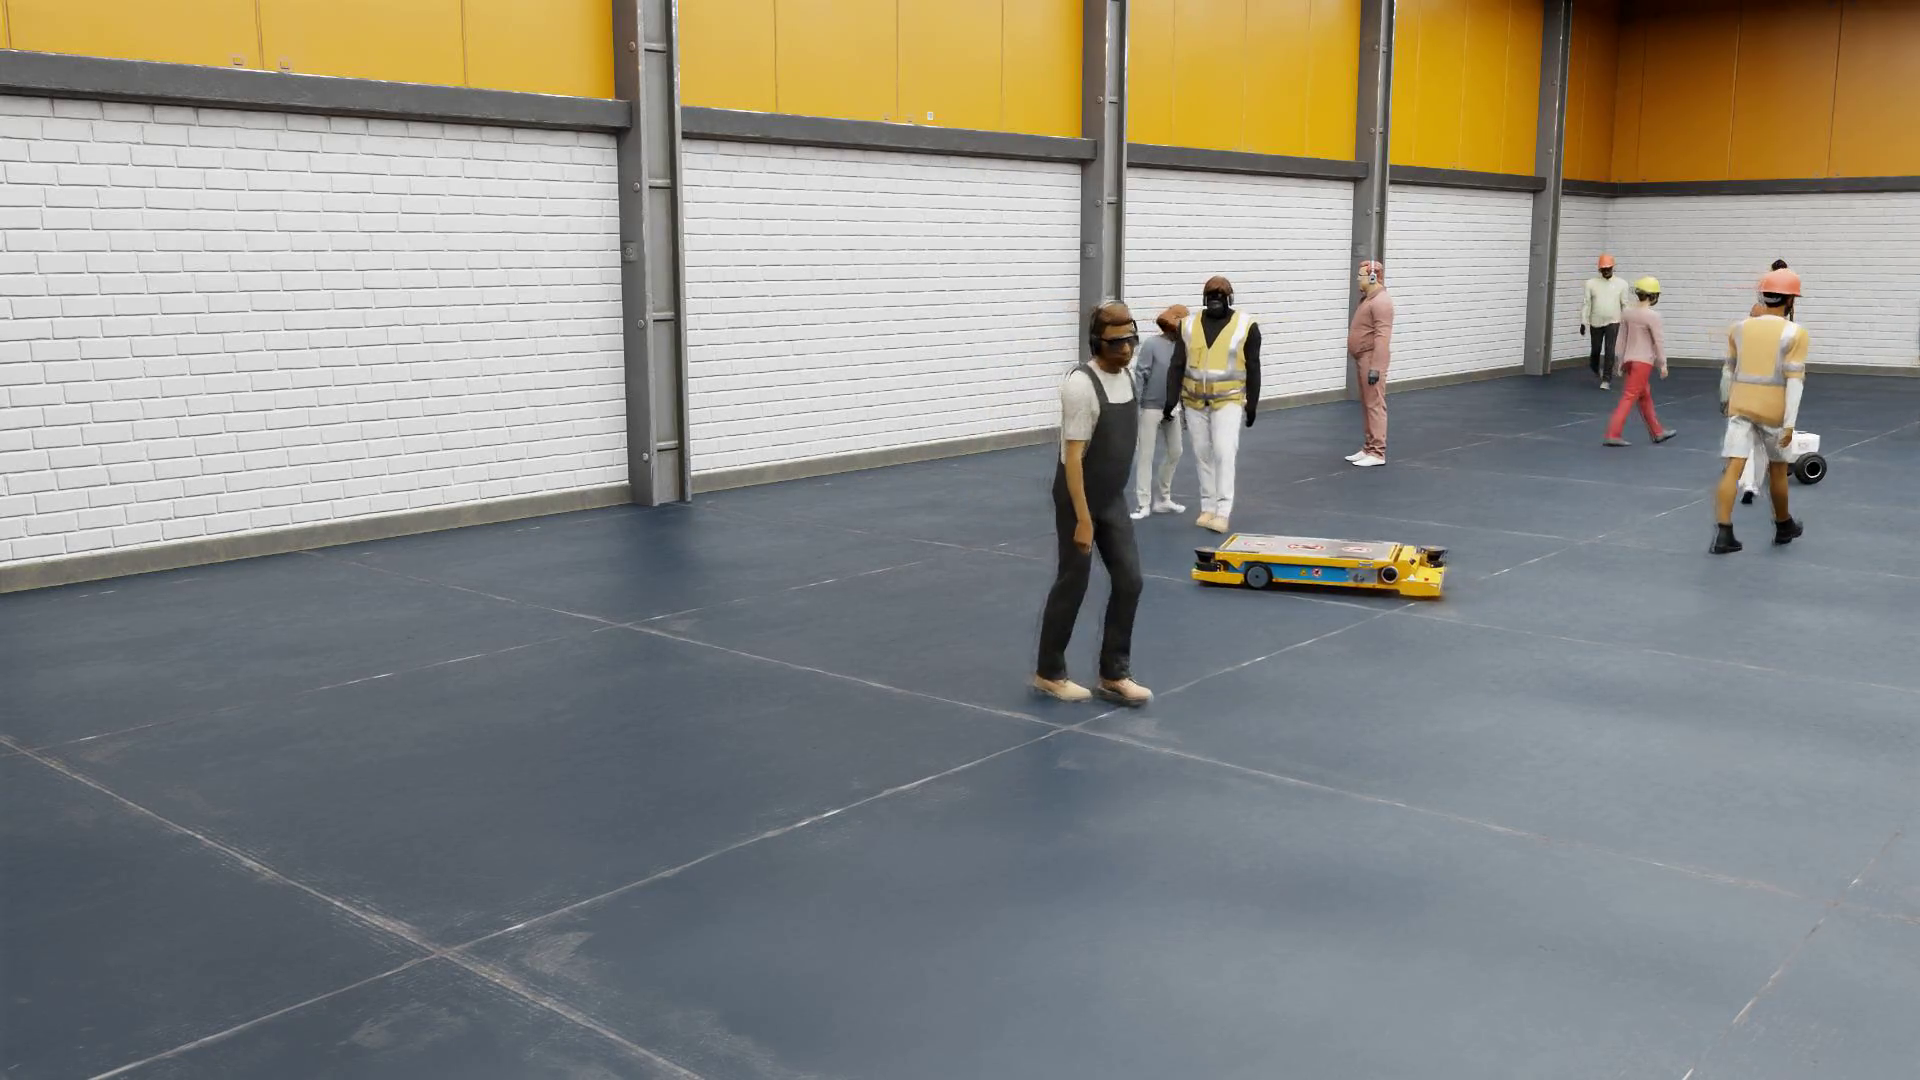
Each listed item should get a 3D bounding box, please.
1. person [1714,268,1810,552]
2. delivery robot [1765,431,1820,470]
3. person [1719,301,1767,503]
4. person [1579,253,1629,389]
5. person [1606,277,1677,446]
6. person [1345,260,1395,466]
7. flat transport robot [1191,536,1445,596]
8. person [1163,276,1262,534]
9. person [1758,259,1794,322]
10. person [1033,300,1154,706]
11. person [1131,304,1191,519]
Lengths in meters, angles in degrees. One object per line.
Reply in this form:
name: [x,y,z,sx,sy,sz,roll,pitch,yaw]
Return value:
person: [5.399,-0.866,11.157,0.987,1.884,0.566,-9,13,-40]
delivery robot: [7.036,-0.819,14.403,0.707,0.478,0.477,-1,10,-6]
person: [6.368,-1.099,13.301,0.526,1.608,0.825,3,10,17]
person: [9.333,-3.175,24.109,0.669,1.955,0.817,4,11,20]
person: [7.013,-1.813,17.001,0.892,1.714,0.547,-2,10,-13]
person: [3.810,-1.641,15.510,0.400,1.907,0.644,1,10,5]
flat transport robot: [2.167,0.137,10.035,1.431,0.197,0.652,3,10,19]
person: [1.772,-0.962,11.895,0.645,1.815,0.723,5,11,28]
person: [11.768,-3.114,24.037,0.510,1.862,0.323,6,11,30]
person: [0.579,-0.140,7.238,0.693,1.800,0.524,9,13,41]
person: [1.500,-0.958,12.474,0.598,1.612,0.307,-7,12,-35]
